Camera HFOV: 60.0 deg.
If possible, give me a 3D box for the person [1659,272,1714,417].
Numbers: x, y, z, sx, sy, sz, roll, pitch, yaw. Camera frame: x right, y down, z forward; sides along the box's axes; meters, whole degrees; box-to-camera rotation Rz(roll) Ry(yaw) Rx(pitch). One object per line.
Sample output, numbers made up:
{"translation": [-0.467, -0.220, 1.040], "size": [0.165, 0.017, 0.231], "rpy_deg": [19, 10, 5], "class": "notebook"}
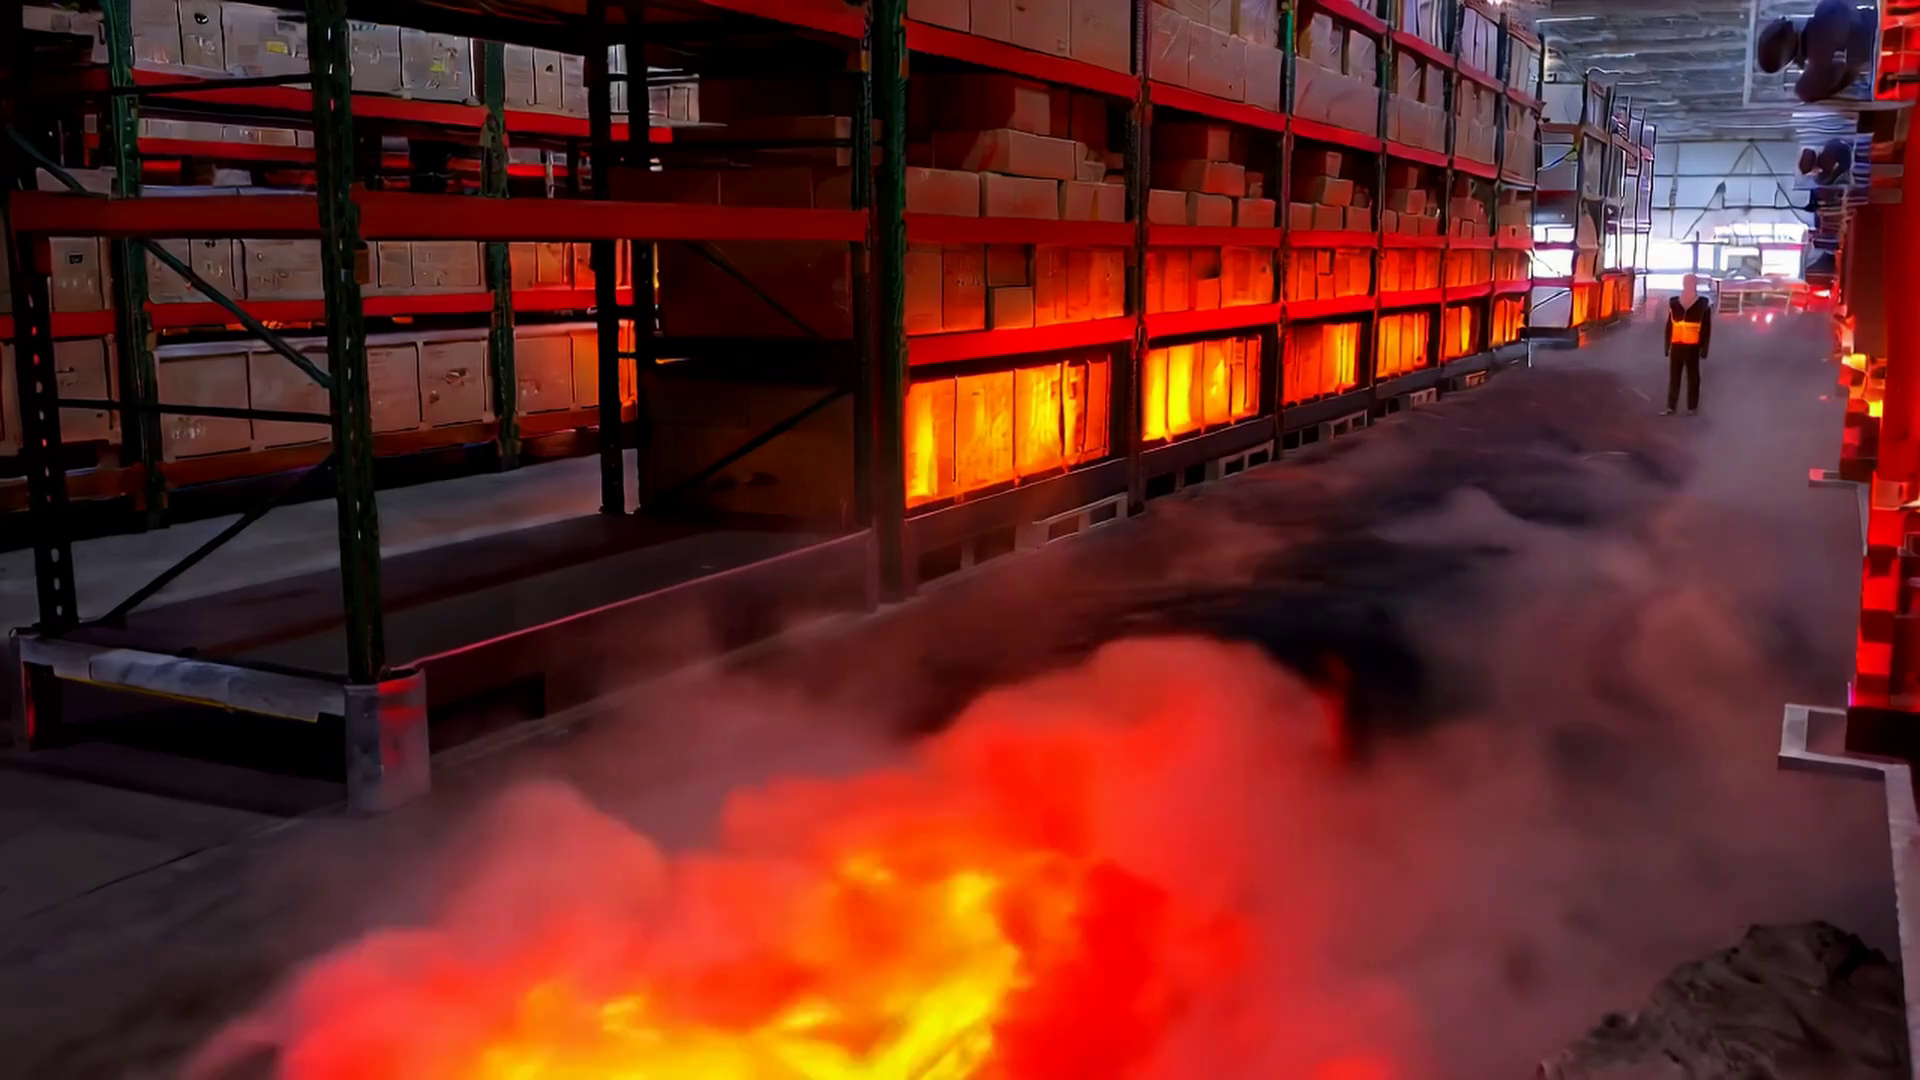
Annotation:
{"translation": [9.708, -2.602, 22.194], "size": [0.399, 1.920, 0.590], "rpy_deg": [-8, 13, -40], "class": "person"}
